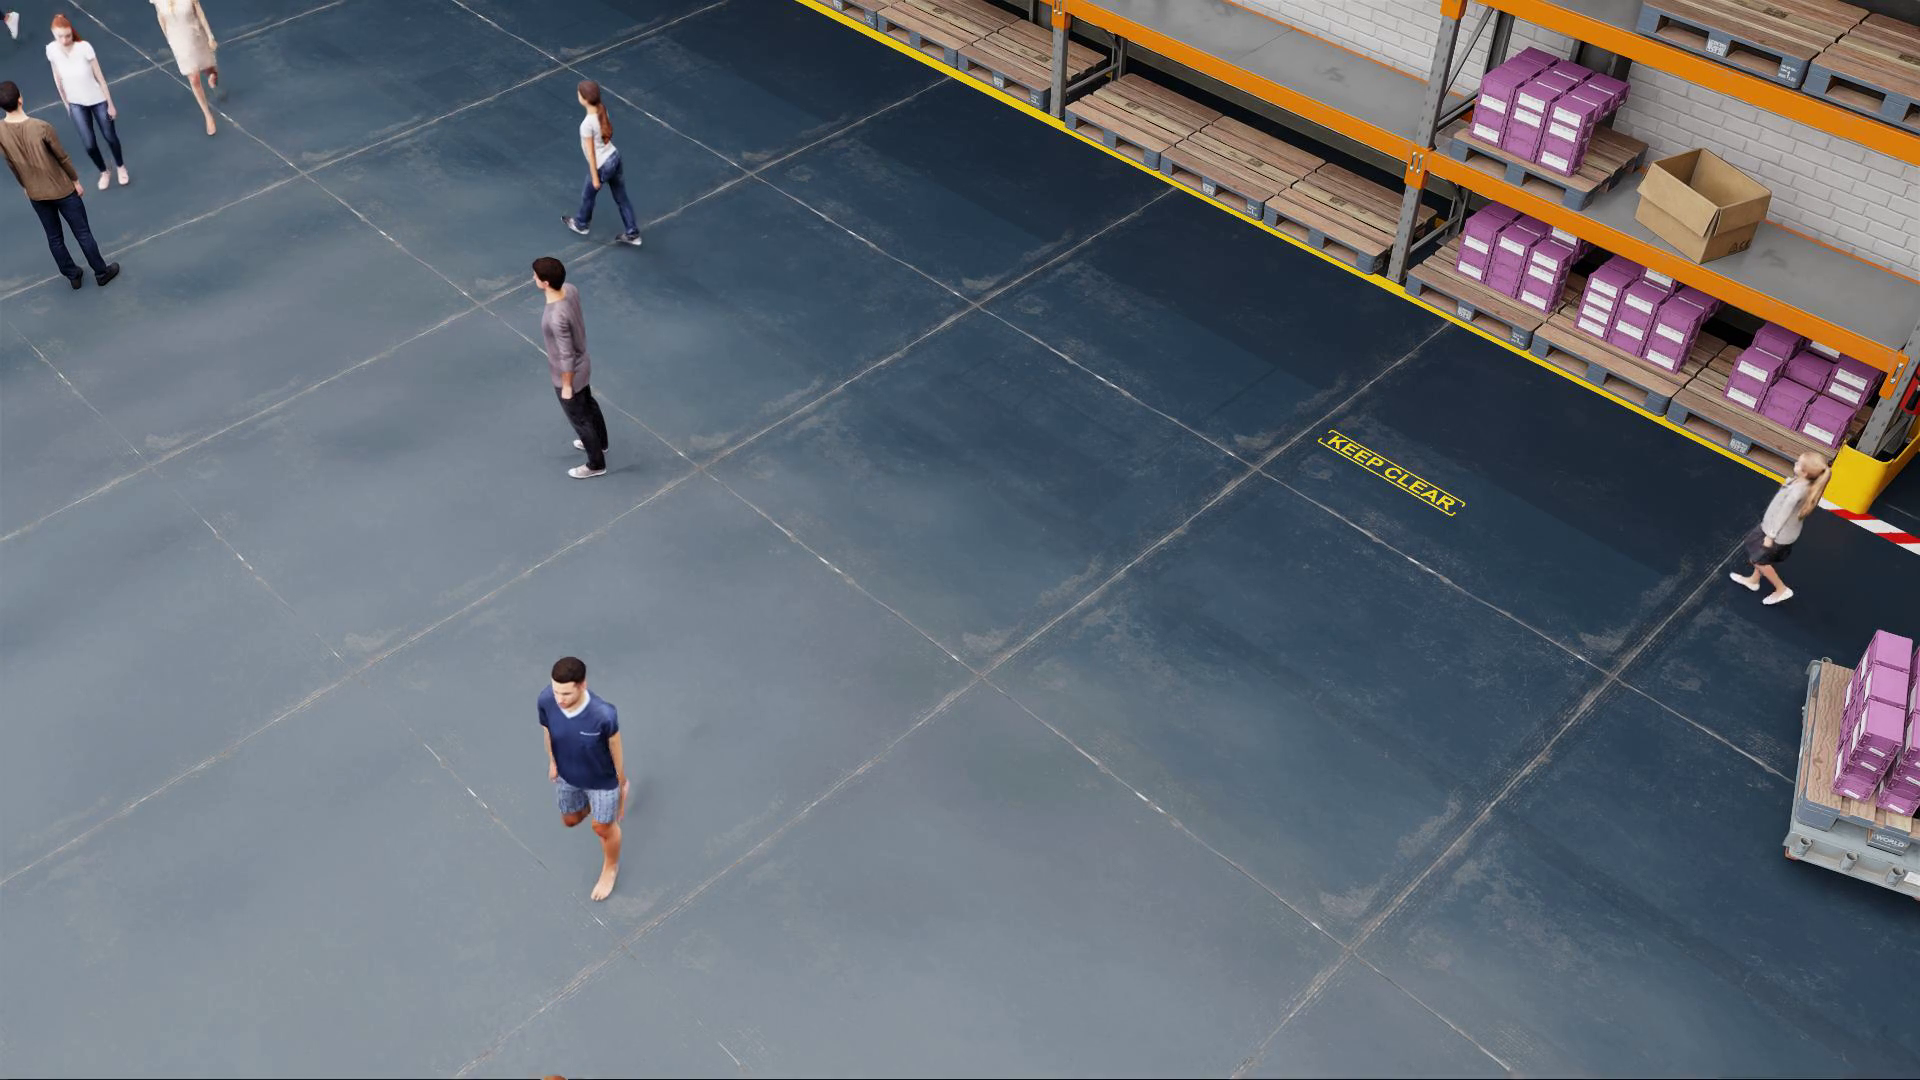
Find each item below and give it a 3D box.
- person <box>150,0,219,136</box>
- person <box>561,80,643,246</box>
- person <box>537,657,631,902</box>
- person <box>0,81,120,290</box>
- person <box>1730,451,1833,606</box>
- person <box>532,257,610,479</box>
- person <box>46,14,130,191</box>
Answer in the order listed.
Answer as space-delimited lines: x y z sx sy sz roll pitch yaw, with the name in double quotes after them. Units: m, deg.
-7.360 -4.790 15.907 0.957 1.709 1.137 -8 44 -8 "person"
-3.025 -3.226 14.396 1.060 1.528 0.775 18 47 18 "person"
-2.090 1.250 9.475 0.960 1.834 0.930 12 45 13 "person"
-7.574 -2.937 13.831 0.743 1.888 0.781 -4 44 -4 "person"
5.614 -0.060 11.263 0.655 1.265 0.526 32 52 29 "person"
-2.825 -1.263 12.101 0.786 1.851 0.722 -1 44 -1 "person"
-7.881 -3.975 15.056 0.737 1.701 0.806 -4 44 -4 "person"
